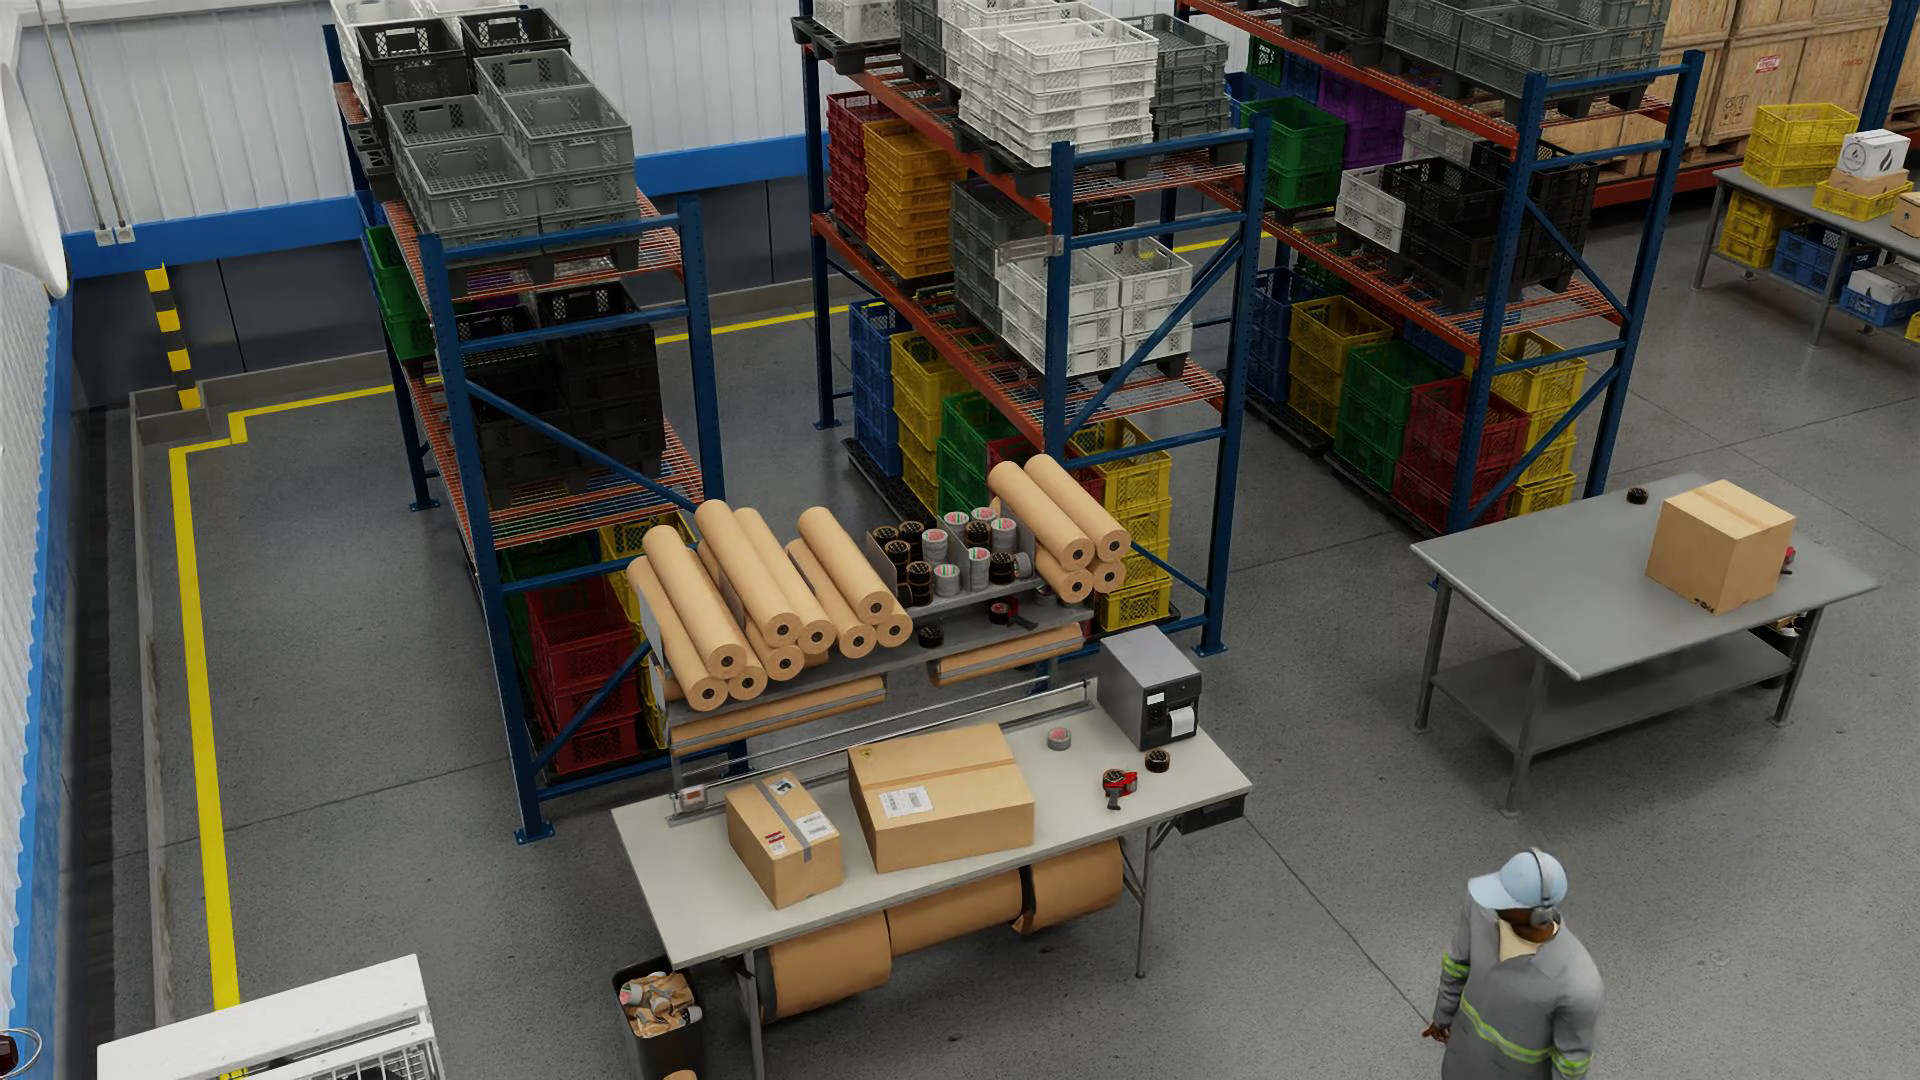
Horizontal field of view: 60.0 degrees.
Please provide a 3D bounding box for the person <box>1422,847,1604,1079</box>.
[{"bbox_3d":[1.795,1.755,5.611,0.388,1.849,0.597,-15,35,-23],"label":"person"}]
